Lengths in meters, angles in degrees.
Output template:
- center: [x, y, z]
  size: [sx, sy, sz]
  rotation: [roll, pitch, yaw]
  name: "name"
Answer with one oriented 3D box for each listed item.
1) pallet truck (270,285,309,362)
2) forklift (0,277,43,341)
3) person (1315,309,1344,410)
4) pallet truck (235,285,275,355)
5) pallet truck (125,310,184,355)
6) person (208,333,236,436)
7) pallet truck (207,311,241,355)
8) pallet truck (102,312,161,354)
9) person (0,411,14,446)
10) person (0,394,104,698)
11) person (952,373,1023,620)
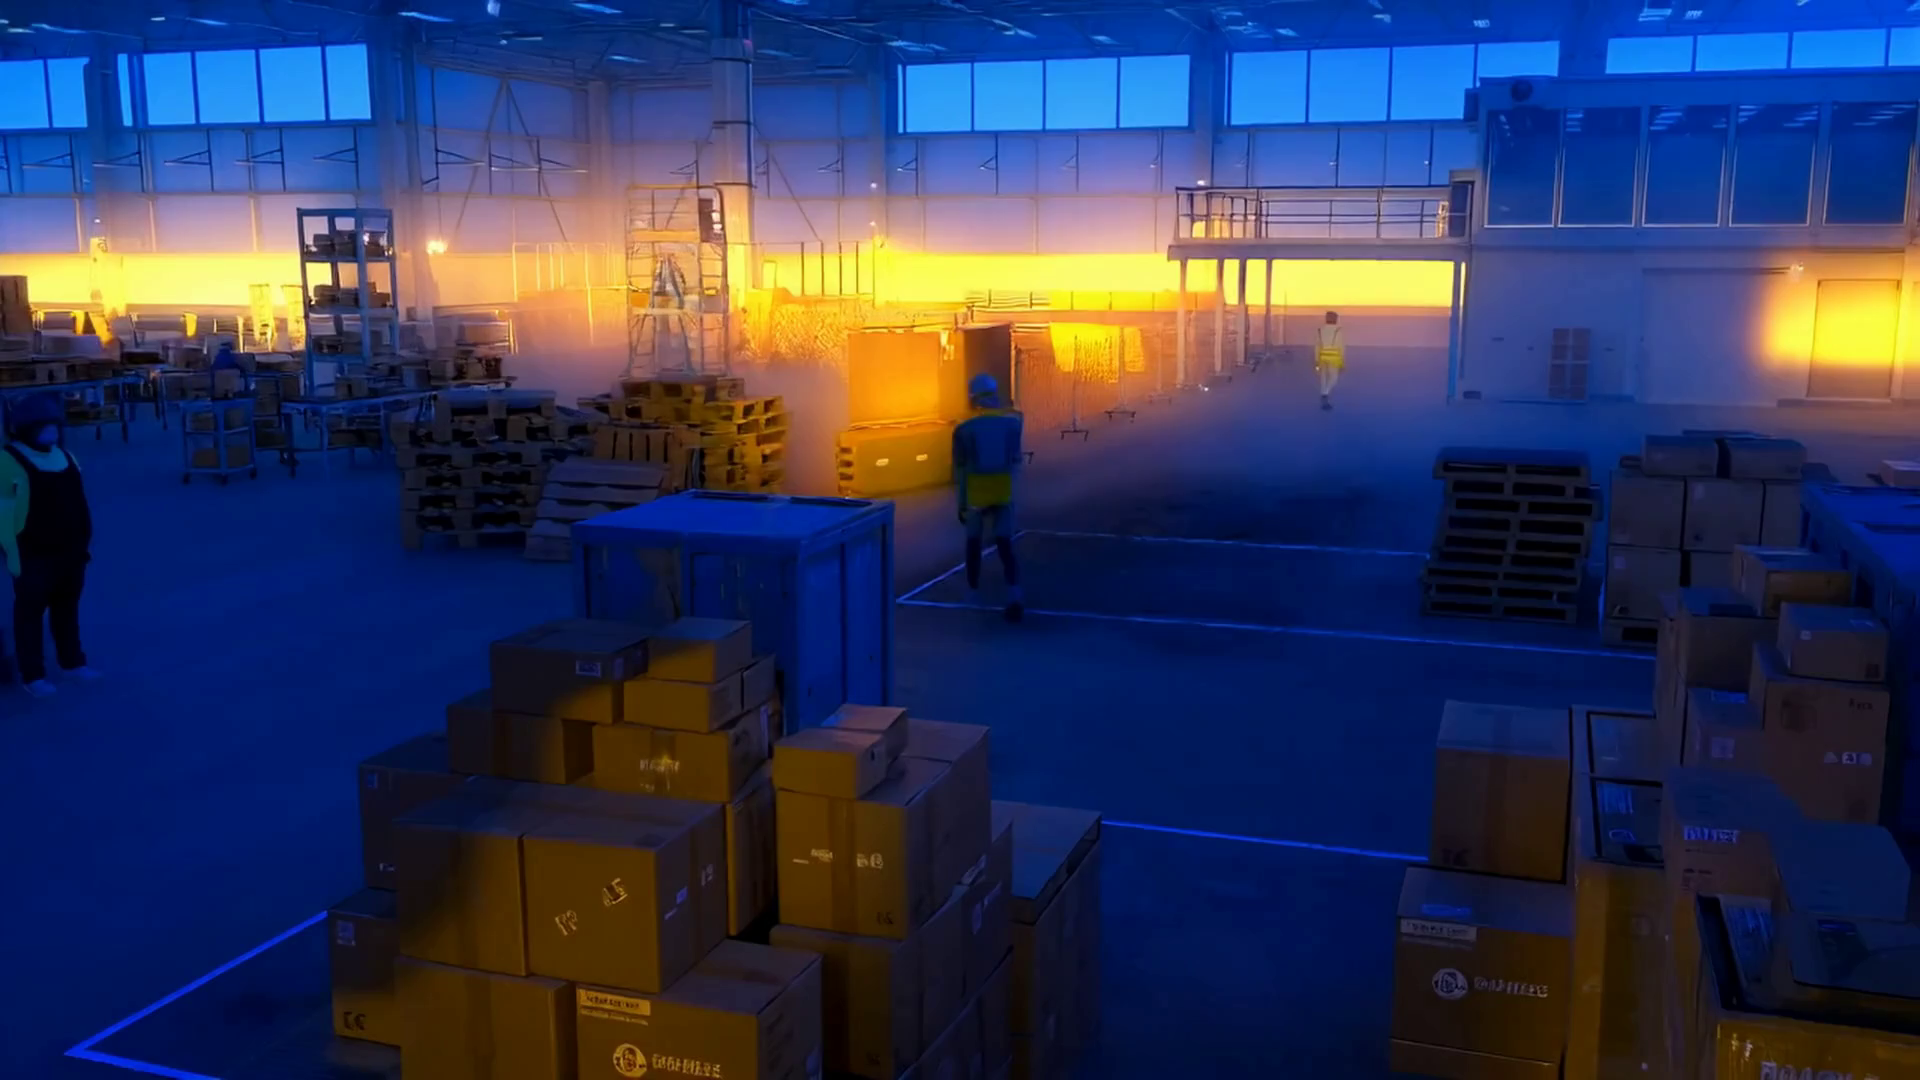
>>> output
- center: [-17.147, -5.700, 43.663]
  size: [0.823, 1.965, 1.885]
  rotation: [3, 11, 17]
  name: "pallet truck"
- center: [-27.151, -6.329, 46.328]
  size: [1.157, 1.987, 2.680]
  rotation: [3, 11, 17]
  name: "forklift"
- center: [6.725, -3.278, 30.396]
  size: [0.580, 1.866, 0.565]
  rotation: [7, 12, 34]
  name: "person"
- center: [-18.327, -5.835, 44.421]
  size: [0.823, 1.965, 1.885]
  rotation: [4, 11, 23]
  name: "pallet truck"
- center: [-22.038, -5.665, 45.457]
  size: [0.704, 1.261, 1.522]
  rotation: [3, 11, 17]
  name: "pallet truck"
- center: [-10.718, -2.125, 24.180]
  size: [0.326, 1.767, 0.533]
  rotation: [0, 10, 1]
  name: "person"
- center: [-19.537, -5.575, 44.913]
  size: [0.653, 1.274, 1.630]
  rotation: [3, 11, 19]
  name: "pallet truck"
- center: [-23.057, -5.777, 46.261]
  size: [0.680, 1.201, 1.601]
  rotation: [3, 11, 19]
  name: "pallet truck"
- center: [-10.907, -1.171, 18.623]
  size: [0.926, 1.825, 0.545]
  rotation: [4, 11, 19]
  name: "person"
- center: [-6.163, 0.027, 11.286]
  size: [0.538, 2.000, 0.683]
  rotation: [3, 11, 16]
  name: "person"
- center: [0.251, -0.354, 13.568]
  size: [0.627, 2.011, 1.002]
  rotation: [-3, 10, -16]
  name: "person"
